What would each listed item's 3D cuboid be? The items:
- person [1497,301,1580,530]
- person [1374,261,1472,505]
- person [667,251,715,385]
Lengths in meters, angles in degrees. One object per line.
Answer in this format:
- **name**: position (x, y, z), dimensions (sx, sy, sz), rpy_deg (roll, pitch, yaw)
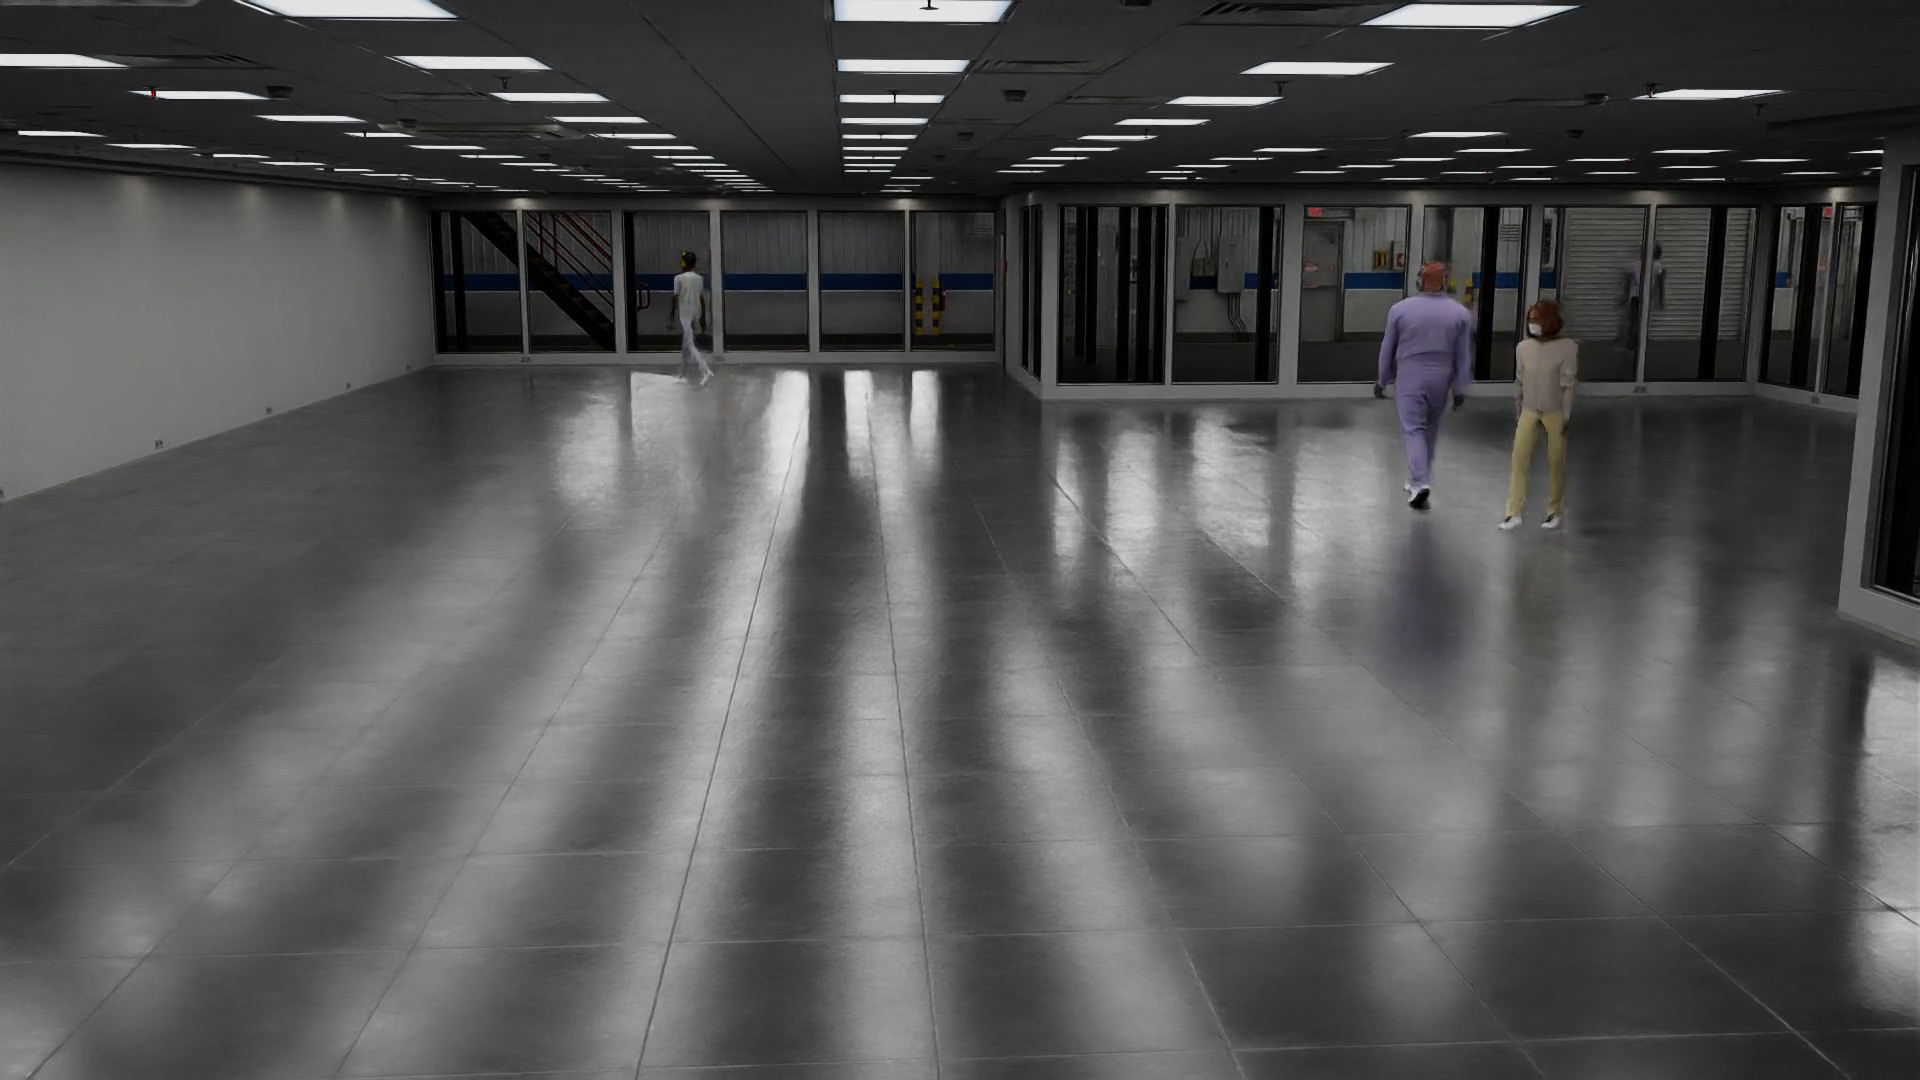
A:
- **person**: position (4.028, -0.844, 11.570), dimensions (0.516, 1.599, 0.736), rpy_deg (10, 14, 42)
- **person**: position (3.596, -1.214, 12.861), dimensions (0.653, 1.870, 0.968), rpy_deg (0, 11, -2)
- **person**: position (-3.681, -3.028, 22.735), dimensions (0.893, 1.837, 0.514), rpy_deg (7, 13, 35)
